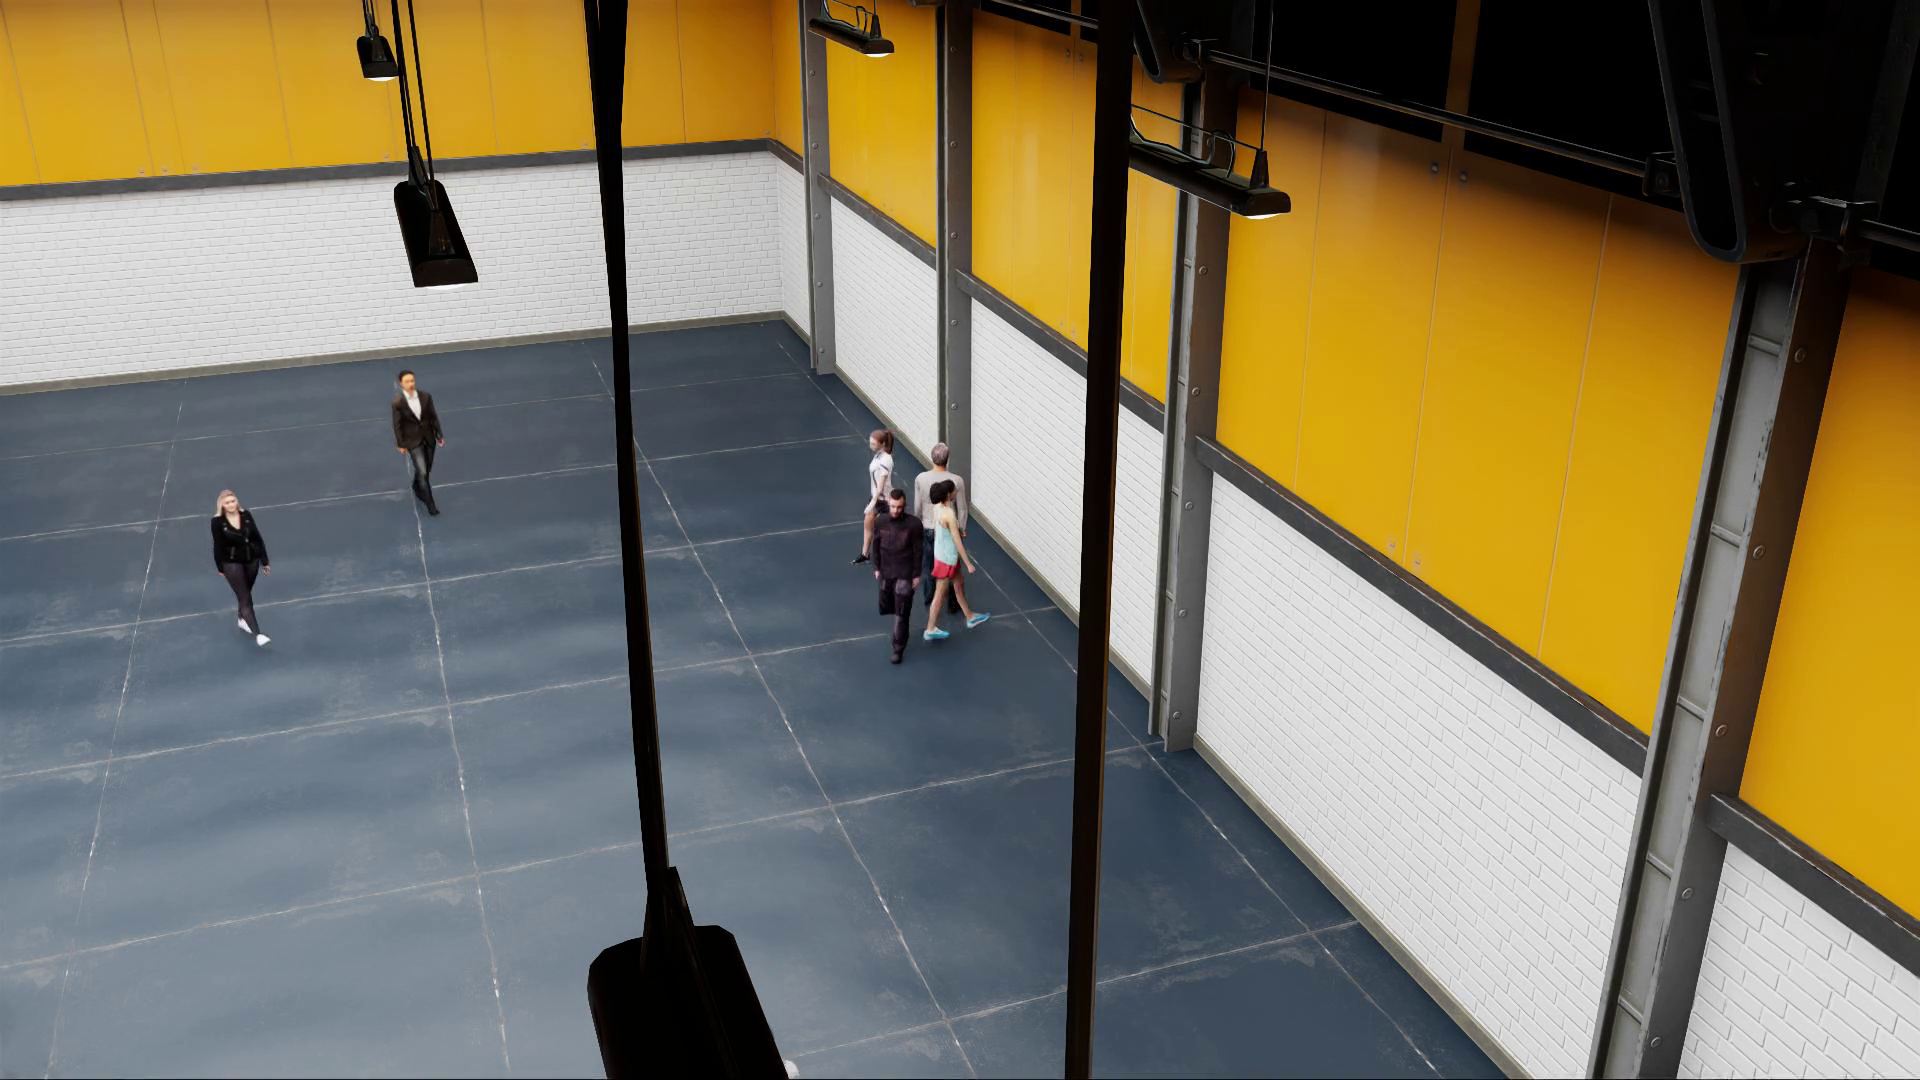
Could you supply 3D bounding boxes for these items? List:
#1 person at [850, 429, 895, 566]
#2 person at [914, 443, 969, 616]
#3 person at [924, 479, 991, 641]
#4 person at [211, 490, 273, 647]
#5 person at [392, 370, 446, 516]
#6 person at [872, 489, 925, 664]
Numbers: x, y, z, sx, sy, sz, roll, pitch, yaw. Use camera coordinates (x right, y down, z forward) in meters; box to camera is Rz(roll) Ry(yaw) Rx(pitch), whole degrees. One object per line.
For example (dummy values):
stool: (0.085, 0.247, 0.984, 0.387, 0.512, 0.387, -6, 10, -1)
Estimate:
person: (-0.796, -0.432, 18.680, 0.701, 1.715, 0.737, -4, 24, -9)
person: (-0.205, -0.114, 17.706, 0.825, 1.911, 0.818, 4, 24, 9)
person: (-0.202, 0.232, 17.129, 0.680, 1.739, 0.916, -8, 25, -18)
person: (-7.464, 0.253, 17.202, 1.190, 1.643, 0.951, 20, 31, 38)
person: (-6.682, -1.245, 20.463, 0.959, 1.775, 1.215, -20, 30, -38)
person: (-0.594, 0.303, 16.857, 1.028, 1.828, 1.112, 9, 25, 20)
